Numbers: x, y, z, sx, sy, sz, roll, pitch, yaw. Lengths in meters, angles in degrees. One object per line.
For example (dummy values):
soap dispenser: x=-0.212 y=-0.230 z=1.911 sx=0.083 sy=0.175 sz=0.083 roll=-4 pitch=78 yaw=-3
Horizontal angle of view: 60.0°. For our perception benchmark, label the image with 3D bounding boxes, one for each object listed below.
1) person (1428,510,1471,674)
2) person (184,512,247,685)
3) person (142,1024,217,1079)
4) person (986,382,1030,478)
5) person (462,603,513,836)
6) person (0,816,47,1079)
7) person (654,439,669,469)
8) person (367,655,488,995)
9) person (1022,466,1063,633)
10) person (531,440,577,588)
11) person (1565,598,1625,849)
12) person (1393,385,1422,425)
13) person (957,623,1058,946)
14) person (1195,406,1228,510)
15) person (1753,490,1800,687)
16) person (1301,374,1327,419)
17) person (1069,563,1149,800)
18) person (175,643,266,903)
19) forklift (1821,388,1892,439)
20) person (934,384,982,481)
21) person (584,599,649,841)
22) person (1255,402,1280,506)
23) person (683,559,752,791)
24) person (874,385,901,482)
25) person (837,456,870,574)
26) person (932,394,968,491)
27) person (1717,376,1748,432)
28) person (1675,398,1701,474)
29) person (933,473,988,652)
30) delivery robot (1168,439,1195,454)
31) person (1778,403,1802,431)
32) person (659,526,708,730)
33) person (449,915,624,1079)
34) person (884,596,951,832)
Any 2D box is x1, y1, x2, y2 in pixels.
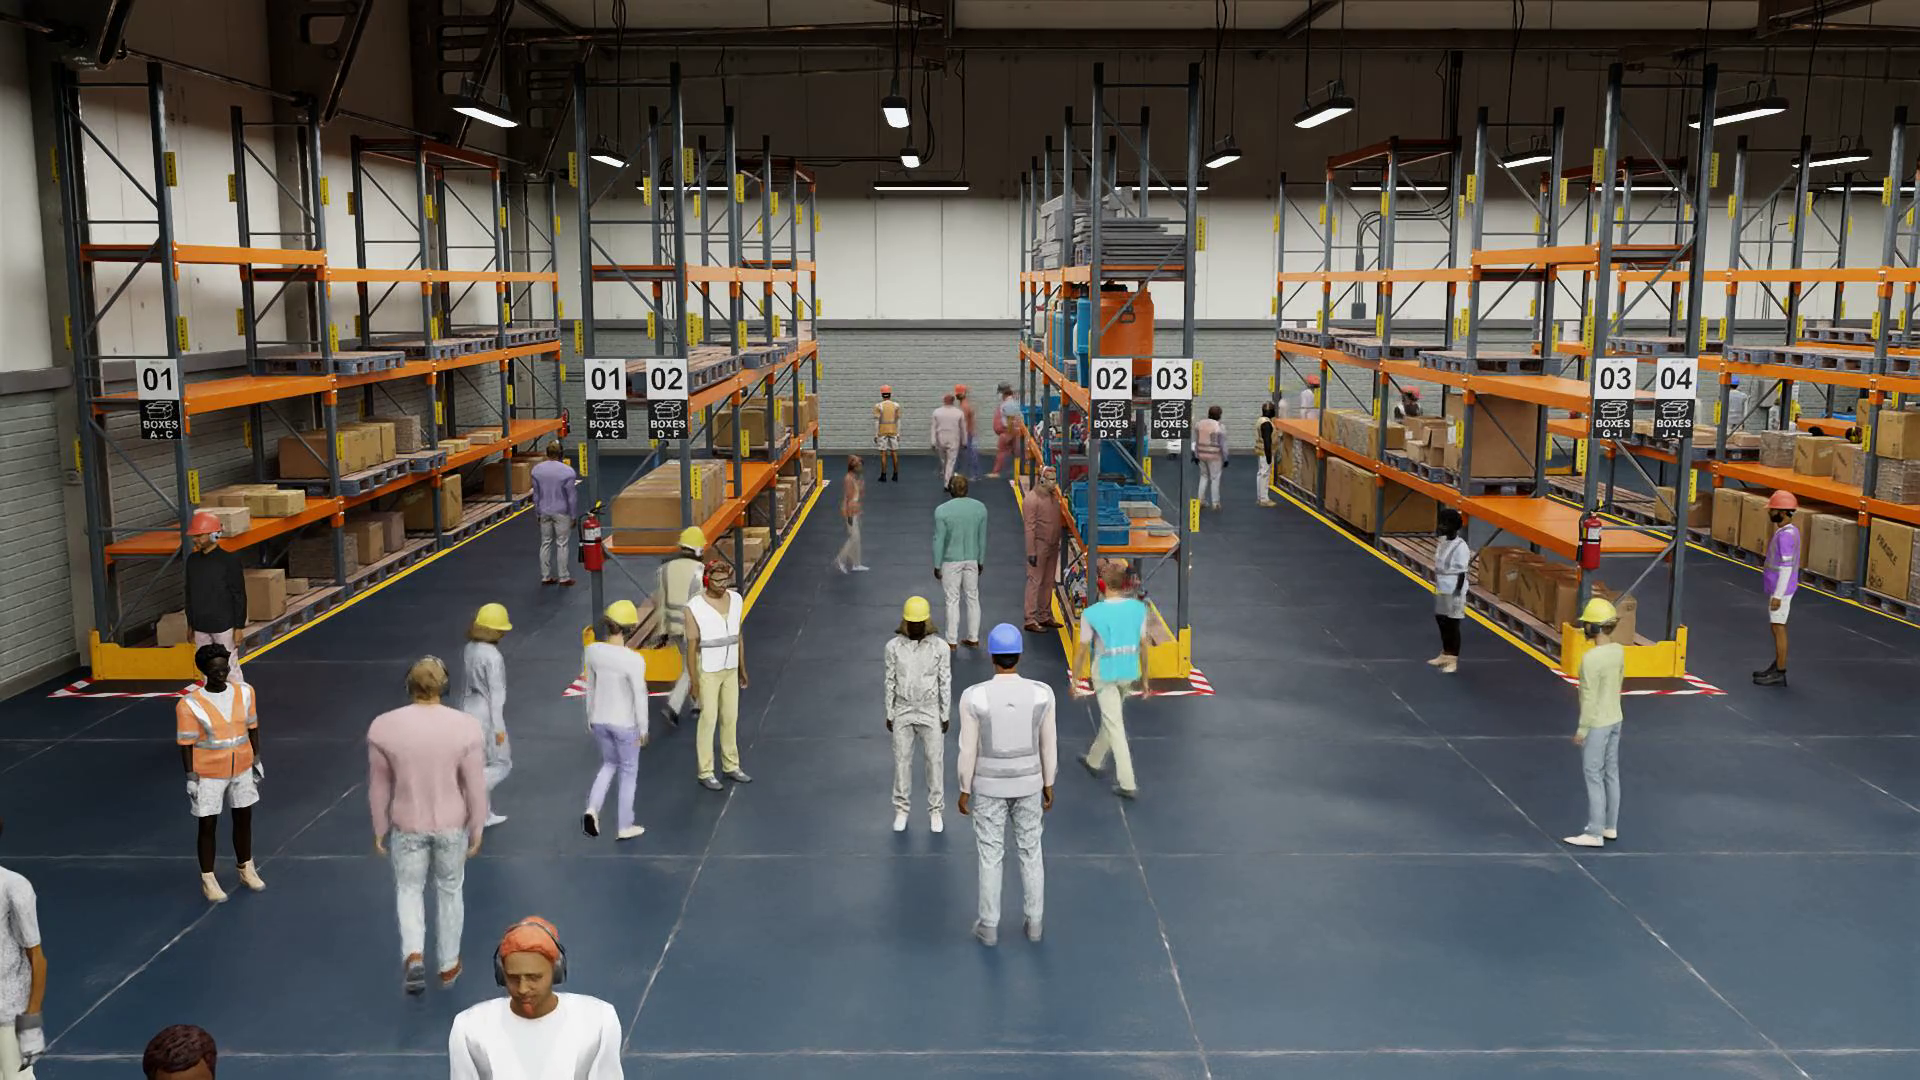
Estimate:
person: x=4.985 y=0.517 z=16.971 sx=0.323 sy=1.683 sz=0.605 roll=-2 pitch=9 yaw=-14
person: x=-6.514 y=0.742 z=14.514 sx=0.625 sy=1.992 sz=0.389 roll=3 pitch=9 yaw=21
person: x=-2.182 y=2.294 z=4.783 sx=0.591 sy=1.919 sz=0.391 roll=-6 pitch=11 yaw=-35
person: x=1.035 y=-2.268 z=33.734 sx=0.942 sy=2.000 sz=0.702 roll=0 pitch=9 yaw=2
person: x=-3.461 y=1.293 z=11.890 sx=0.517 sy=1.705 sz=0.539 roll=-8 pitch=12 yaw=-40
person: x=-4.021 y=1.985 z=6.923 sx=0.532 sy=1.869 sz=0.310 roll=4 pitch=10 yaw=25
person: x=-5.789 y=-1.984 z=32.265 sx=0.361 sy=1.930 sz=0.587 roll=1 pitch=9 yaw=4
person: x=-2.939 y=1.600 z=9.221 sx=0.639 sy=1.925 sz=0.601 roll=-2 pitch=9 yaw=-12
person: x=0.967 y=0.099 z=18.981 sx=0.401 sy=1.900 sz=0.646 roll=6 pitch=11 yaw=33
person: x=-5.269 y=-0.332 z=21.657 sx=0.623 sy=1.932 sz=0.367 roll=2 pitch=9 yaw=13
person: x=4.490 y=1.287 z=11.747 sx=0.533 sy=1.767 sz=0.325 roll=-8 pitch=12 yaw=-43
person: x=8.598 y=-1.962 z=31.906 sx=0.675 sy=2.012 sz=0.813 roll=-3 pitch=9 yaw=-19
person: x=0.281 y=1.466 z=10.020 sx=0.615 sy=1.942 sz=0.407 roll=-2 pitch=9 yaw=-12
person: x=4.392 y=-1.431 z=29.044 sx=0.449 sy=1.830 sz=0.636 roll=-8 pitch=12 yaw=-41
person: x=8.062 y=0.476 z=16.412 sx=0.356 sy=1.936 sz=0.551 roll=4 pitch=10 yaw=26
person: x=7.807 y=-2.686 z=36.758 sx=0.716 sy=1.925 sz=0.945 roll=-2 pitch=9 yaw=-14
person: x=1.151 y=1.072 z=13.029 sx=0.588 sy=1.789 sz=0.958 roll=-5 pitch=10 yaw=-28
person: x=-4.761 y=1.486 z=10.724 sx=0.319 sy=1.690 sz=0.535 roll=7 pitch=11 yaw=39
forklift: x=20.072 y=-3.110 z=36.462 sx=1.873 sy=2.768 sz=1.129 roll=0 pitch=9 yaw=0
person: x=-0.015 y=-2.123 z=33.103 sx=0.994 sy=1.938 sz=0.624 roll=-2 pitch=9 yaw=-15
person: x=-2.444 y=1.290 z=11.766 sx=0.542 sy=1.750 sz=0.447 roll=5 pitch=10 yaw=27
person: x=5.467 y=-1.526 z=29.596 sx=0.429 sy=1.845 sz=0.621 roll=0 pitch=9 yaw=2
person: x=-1.925 y=1.049 z=13.083 sx=0.407 sy=1.831 sz=0.573 roll=7 pitch=11 yaw=38
person: x=-1.458 y=-2.125 z=33.162 sx=0.544 sy=1.933 sz=0.376 roll=-3 pitch=9 yaw=-19
person: x=-1.457 y=-0.344 z=22.673 sx=0.375 sy=1.627 sz=0.605 roll=2 pitch=9 yaw=15
person: x=-0.192 y=-1.870 z=31.786 sx=0.664 sy=1.853 sz=1.018 roll=2 pitch=9 yaw=12
person: x=16.628 y=-2.546 z=35.815 sx=0.604 sy=1.949 sz=0.389 roll=0 pitch=9 yaw=3
person: x=14.872 y=-2.290 z=34.279 sx=0.777 sy=1.919 sz=0.635 roll=-8 pitch=12 yaw=-43
person: x=0.001 y=0.240 z=17.949 sx=0.626 sy=1.934 sz=0.373 roll=-4 pitch=10 yaw=-26
delivery robot: x=4.973 y=-2.066 z=36.896 sx=0.707 sy=0.478 sz=0.477 roll=5 pitch=10 yaw=28
person: x=14.777 y=-1.526 z=29.633 sx=0.404 sy=1.832 sz=0.589 roll=1 pitch=9 yaw=6
person: x=-2.461 y=0.782 z=14.906 sx=0.604 sy=1.804 sz=0.841 roll=5 pitch=10 yaw=28
person: x=-1.427 y=2.177 z=5.644 sx=0.584 sy=1.882 sz=0.337 roll=-2 pitch=9 yaw=-11
person: x=-0.308 y=1.257 z=12.036 sx=0.485 sy=1.737 sz=0.322 roll=1 pitch=9 yaw=6
